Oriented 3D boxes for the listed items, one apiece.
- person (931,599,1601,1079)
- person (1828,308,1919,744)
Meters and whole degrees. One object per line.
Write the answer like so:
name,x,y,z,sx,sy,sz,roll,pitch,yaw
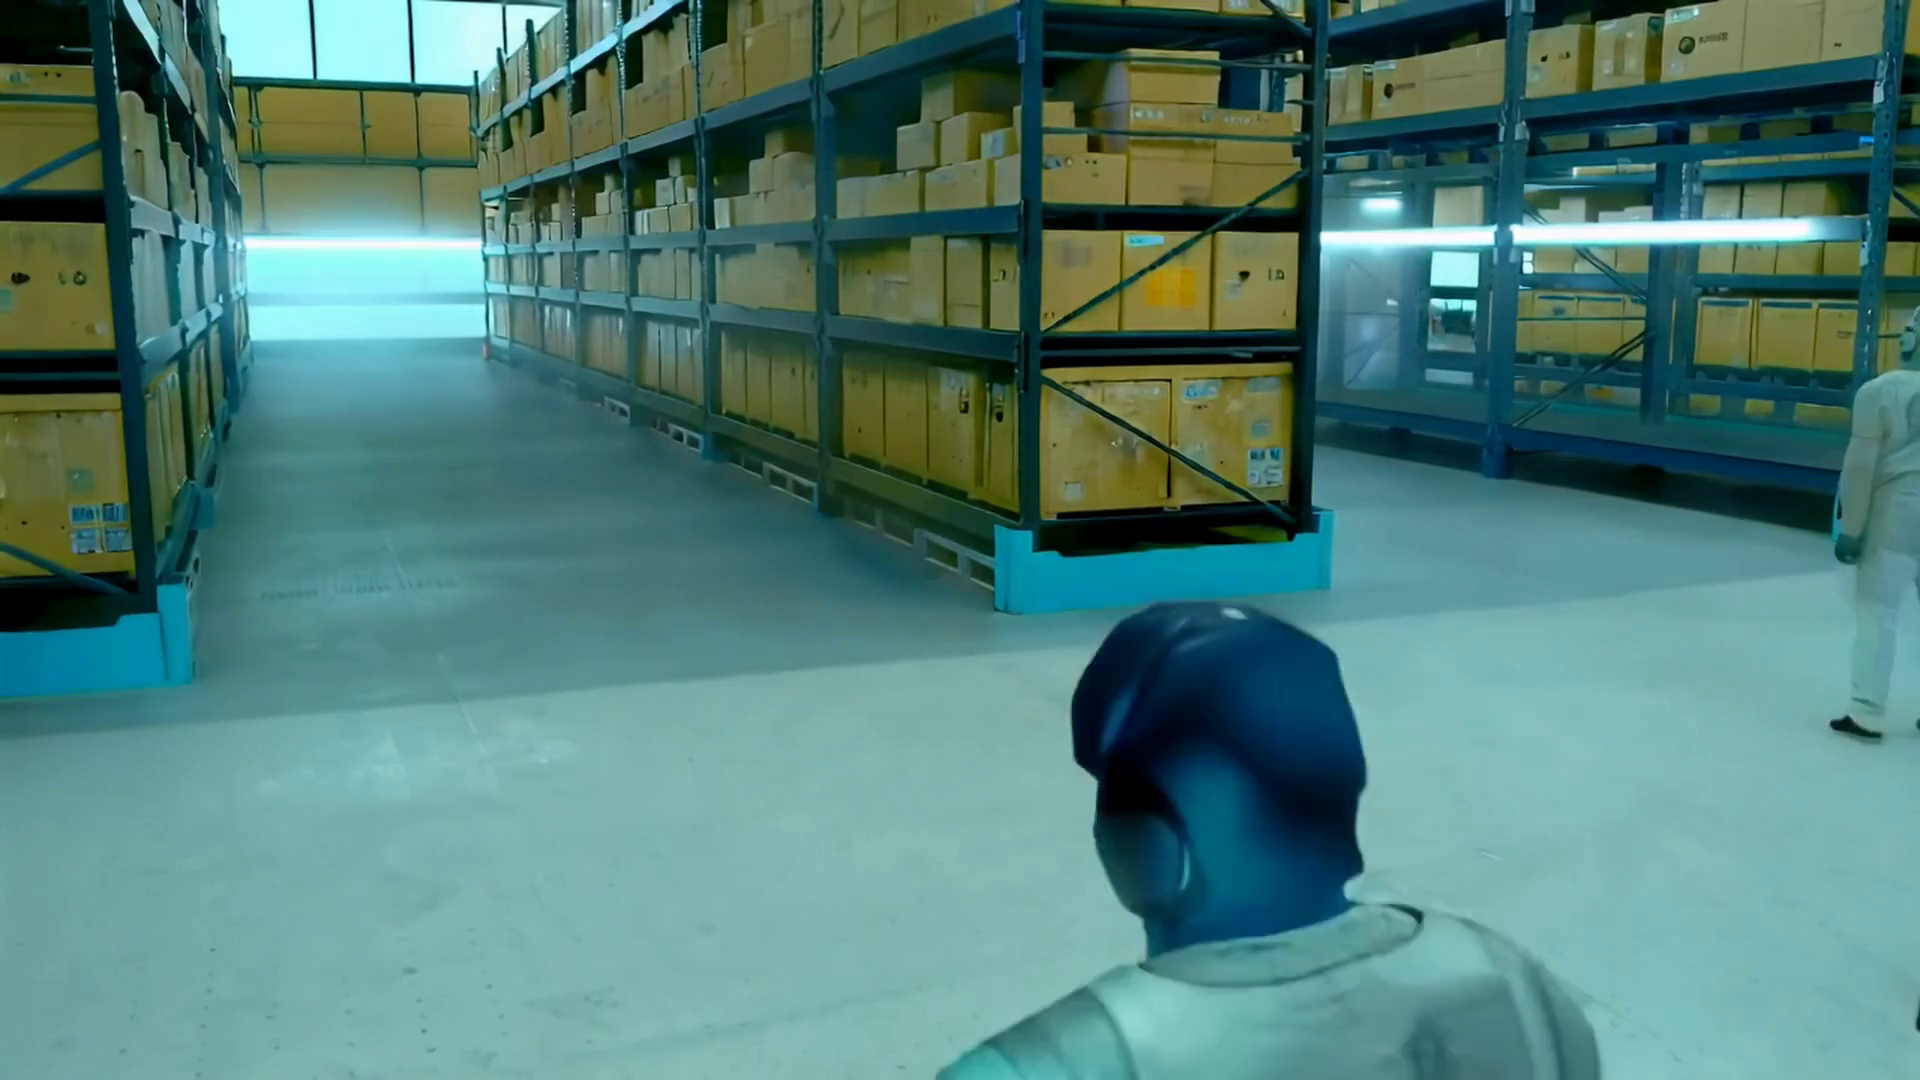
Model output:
person,0.191,0.939,1.452,0.648,1.811,0.793,-5,11,-27
person,4.144,-0.059,7.222,0.652,1.887,0.440,0,9,2
